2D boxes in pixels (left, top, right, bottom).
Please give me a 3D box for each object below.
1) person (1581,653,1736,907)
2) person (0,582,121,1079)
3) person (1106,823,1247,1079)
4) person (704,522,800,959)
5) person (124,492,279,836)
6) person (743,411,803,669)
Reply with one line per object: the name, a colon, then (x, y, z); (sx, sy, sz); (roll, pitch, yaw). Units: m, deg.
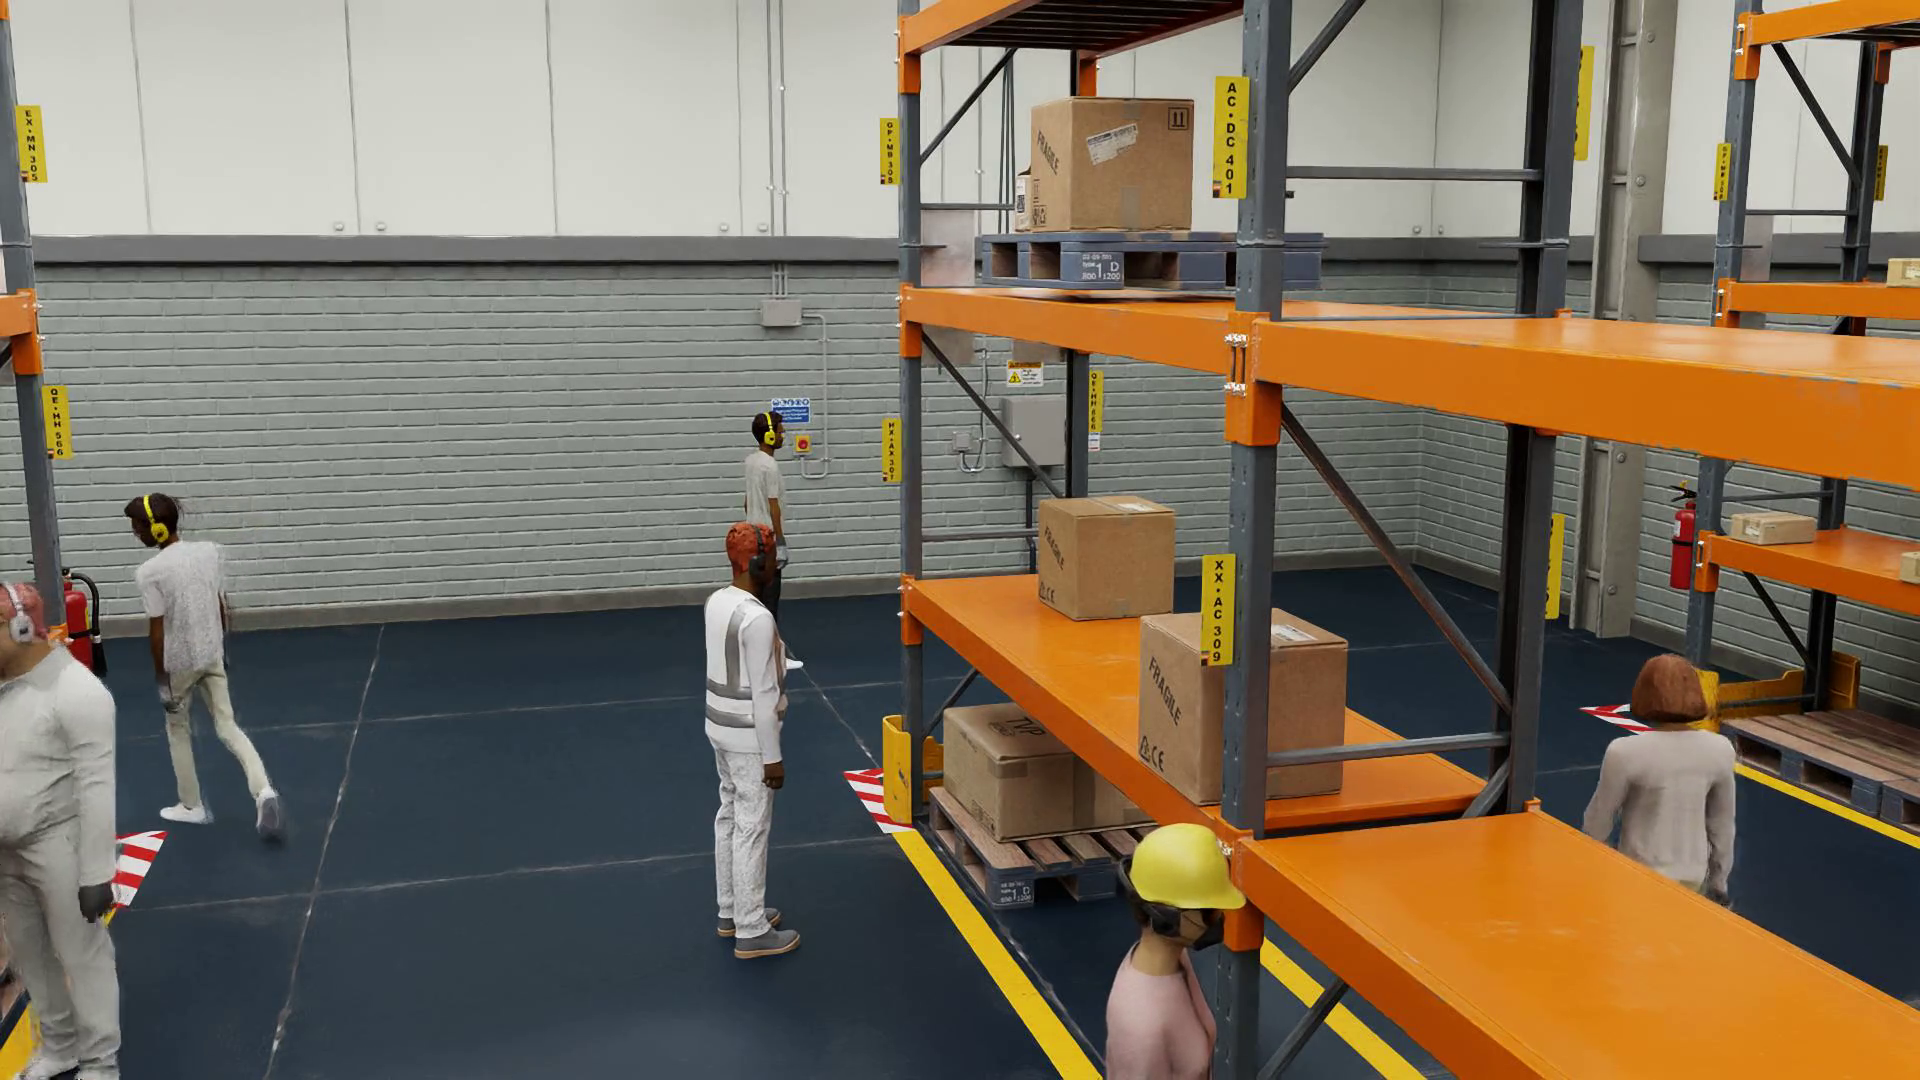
person: (2.475, 1.190, 6.037); (0.513, 1.592, 0.820); (-3, 10, -15)
person: (-3.216, 1.085, 5.838); (0.674, 1.893, 0.419); (5, 11, 28)
person: (0.468, 1.498, 3.848); (0.340, 1.757, 0.517); (3, 10, 16)
person: (-0.913, 0.854, 7.177); (0.359, 1.880, 0.575); (-5, 11, -27)
person: (-3.902, 0.642, 8.540); (0.853, 1.820, 0.558); (6, 12, 31)
person: (-1.380, 0.004, 12.033); (0.327, 1.874, 0.519); (-6, 11, -30)
